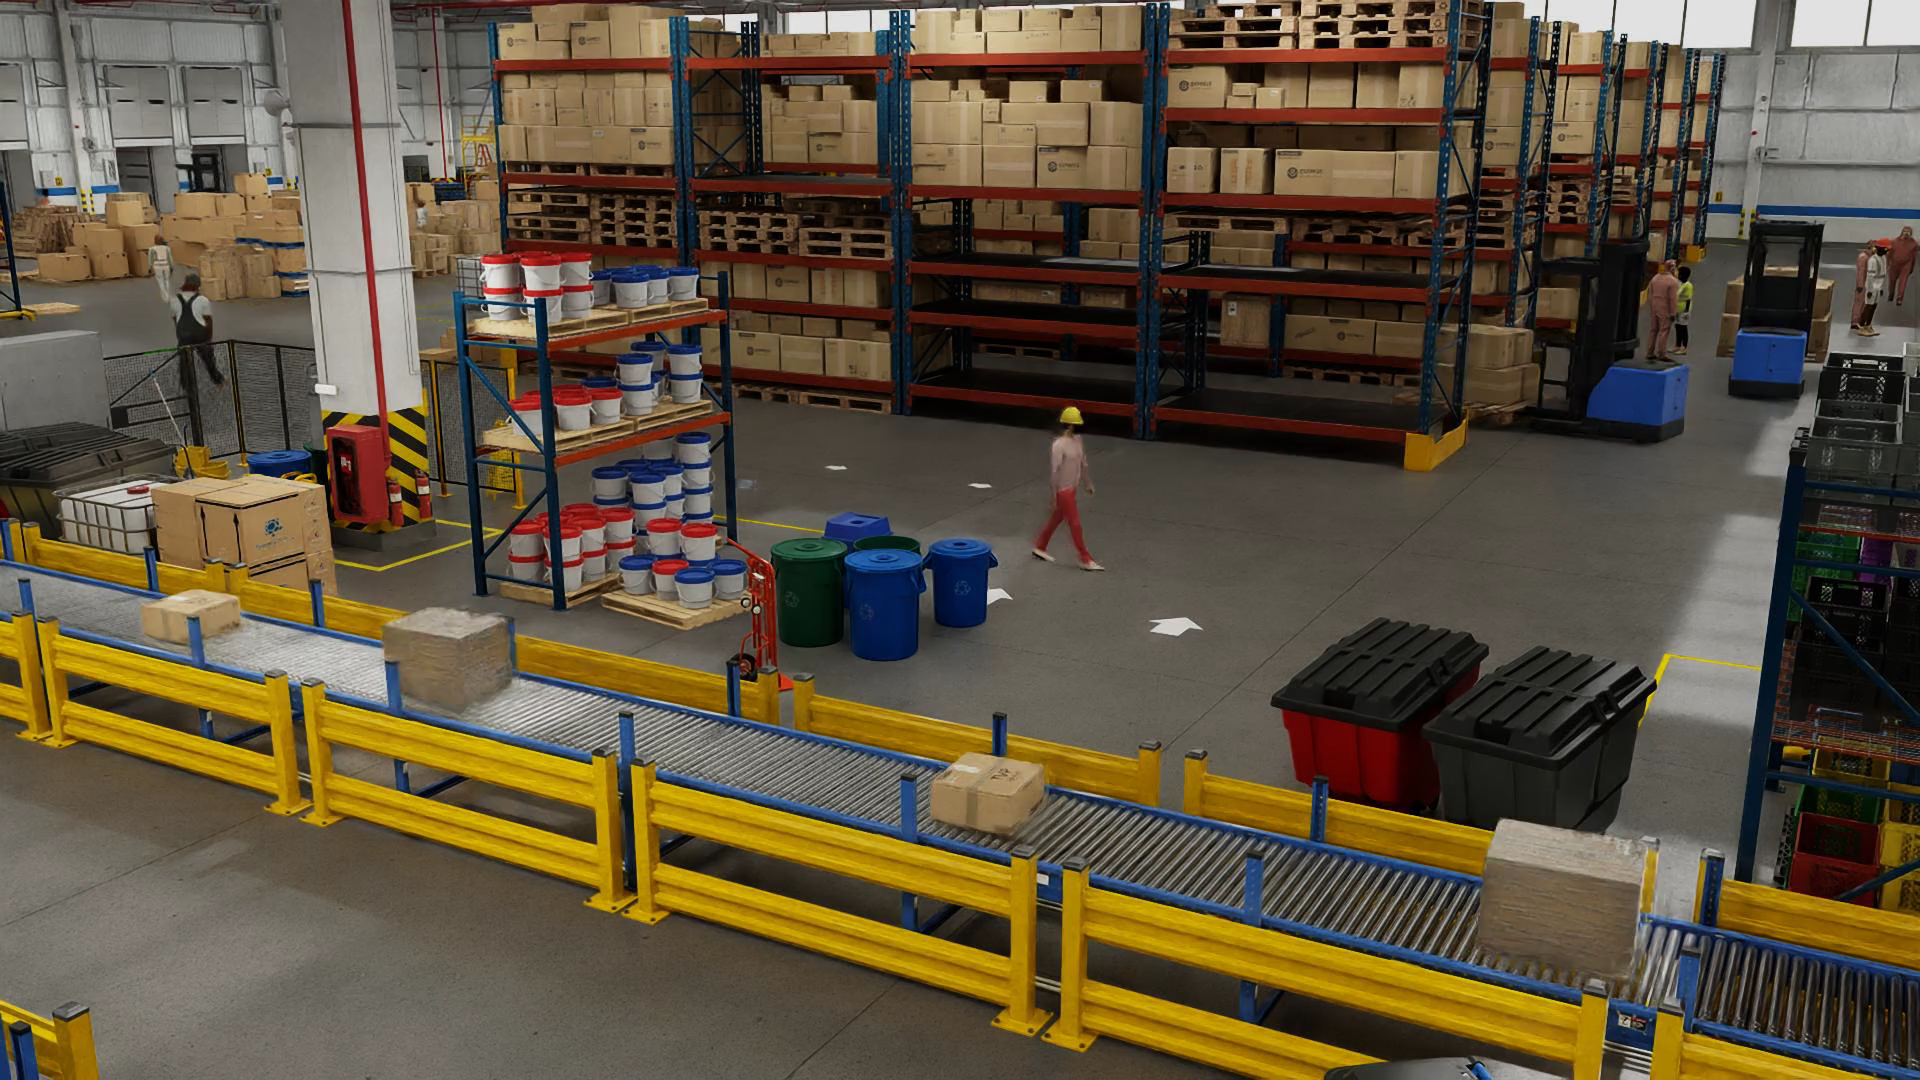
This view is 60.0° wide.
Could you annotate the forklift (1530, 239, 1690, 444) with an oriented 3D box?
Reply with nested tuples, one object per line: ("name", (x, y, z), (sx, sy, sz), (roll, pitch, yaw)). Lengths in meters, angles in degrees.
("forklift", (9.514, -2.923, 24.088), (1.873, 2.768, 1.129), (14, 20, 42))

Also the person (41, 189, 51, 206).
("person", (-32.815, -11.793, 59.812), (0.533, 1.636, 0.913), (12, 19, 39))

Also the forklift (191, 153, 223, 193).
("forklift", (-27.852, -12.924, 61.684), (1.873, 2.768, 1.129), (8, 17, 28))

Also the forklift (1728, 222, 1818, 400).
("forklift", (13.527, -3.846, 27.558), (1.129, 2.768, 1.873), (8, 17, 27))

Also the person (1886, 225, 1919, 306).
("person", (22.428, -6.555, 39.645), (0.651, 1.886, 0.686), (9, 17, 30))

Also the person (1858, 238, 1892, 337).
("person", (18.914, -5.213, 34.335), (0.602, 2.036, 0.408), (-14, 20, -41))

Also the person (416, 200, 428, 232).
("person", (-17.237, -10.096, 53.446), (0.538, 1.621, 0.401), (8, 17, 26))

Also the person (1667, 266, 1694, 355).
("person", (13.855, -4.404, 31.932), (0.318, 1.691, 0.536), (0, 15, -2))

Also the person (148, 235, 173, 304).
("person", (-19.233, -6.506, 39.974), (0.740, 1.608, 0.531), (14, 21, 43))

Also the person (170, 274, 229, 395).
("person", (-12.755, -3.480, 27.789), (0.691, 2.000, 1.018), (0, 15, -2))

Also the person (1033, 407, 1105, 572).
("person", (1.125, -0.554, 17.406), (0.912, 1.722, 0.539), (9, 17, 31))

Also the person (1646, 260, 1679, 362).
("person", (13.180, -4.289, 31.110), (0.399, 1.900, 0.645), (-5, 16, -19))

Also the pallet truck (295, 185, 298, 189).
("pallet truck", (-26.804, -14.617, 69.738), (1.885, 1.965, 0.823), (-14, 20, -42))

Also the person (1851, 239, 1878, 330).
("person", (19.321, -5.445, 35.449), (0.638, 1.902, 0.407), (-12, 19, -39))
